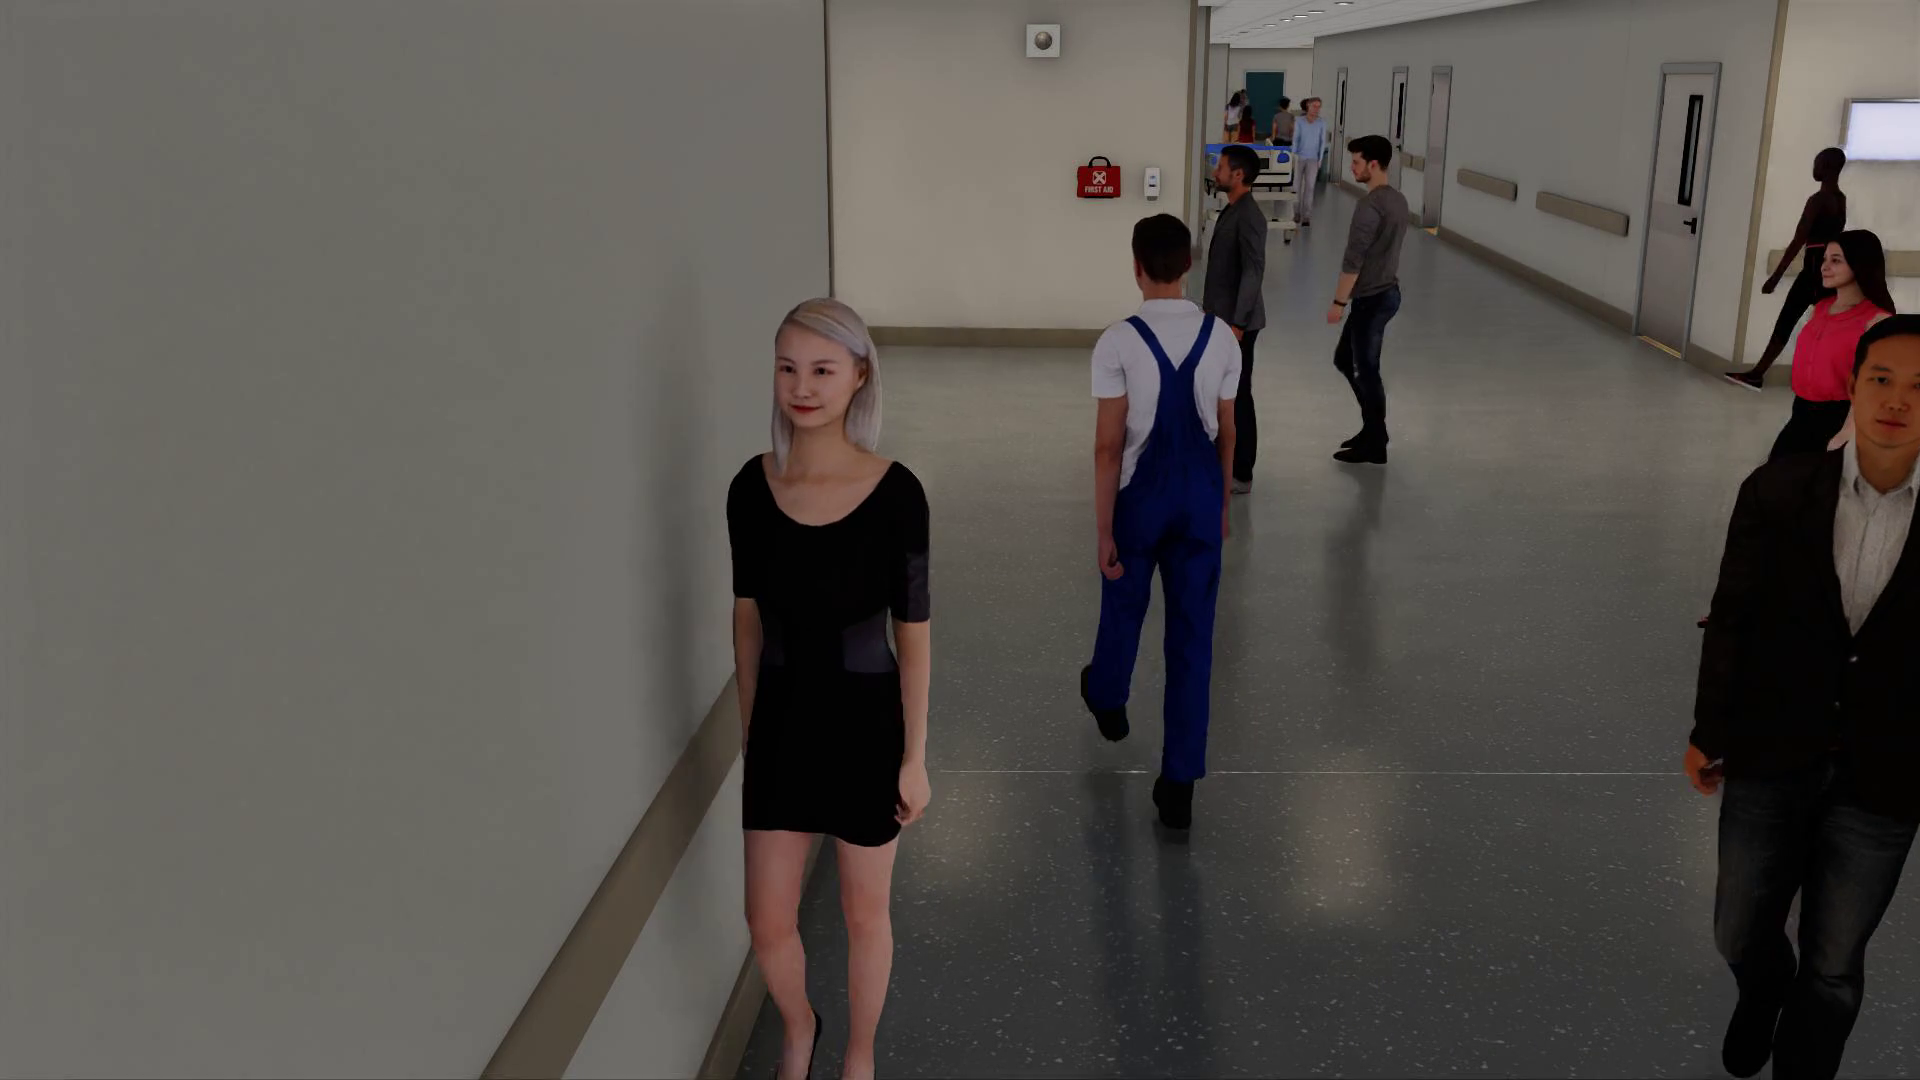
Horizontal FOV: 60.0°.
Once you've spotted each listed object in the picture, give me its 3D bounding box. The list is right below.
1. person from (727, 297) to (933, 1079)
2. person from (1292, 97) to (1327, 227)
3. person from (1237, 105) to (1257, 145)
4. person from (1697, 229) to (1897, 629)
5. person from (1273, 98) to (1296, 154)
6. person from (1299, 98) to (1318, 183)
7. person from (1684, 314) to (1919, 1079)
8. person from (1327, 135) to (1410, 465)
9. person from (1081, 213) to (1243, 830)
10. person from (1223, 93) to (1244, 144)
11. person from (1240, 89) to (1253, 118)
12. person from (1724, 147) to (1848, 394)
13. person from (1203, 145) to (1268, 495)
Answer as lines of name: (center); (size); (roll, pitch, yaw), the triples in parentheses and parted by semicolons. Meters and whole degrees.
person: (-0.243, 0.401, 3.491); (0.532, 1.812, 0.621); (2, 16, 6)
person: (5.095, -5.565, 24.610); (1.233, 1.837, 0.783); (3, 16, 9)
person: (6.040, -8.394, 35.200); (0.996, 1.526, 0.732); (4, 16, 15)
person: (3.520, -0.374, 6.599); (1.171, 1.618, 0.876); (-5, 16, -17)
person: (6.695, -8.296, 34.552); (0.934, 1.698, 0.781); (4, 16, 15)
person: (7.204, -8.232, 34.340); (0.780, 1.689, 0.788); (-4, 16, -13)
person: (1.815, 0.420, 3.464); (0.811, 1.791, 0.890); (8, 18, 26)
person: (2.464, -1.357, 9.593); (0.744, 1.885, 0.770); (8, 17, 25)
person: (0.642, -0.022, 5.019); (1.206, 1.799, 0.875); (-1, 16, -5)
person: (6.963, -10.555, 42.568); (0.680, 1.696, 0.717); (2, 16, 6)
person: (8.880, -13.325, 52.381); (0.802, 1.702, 0.852); (-11, 19, -34)
person: (5.936, -1.738, 11.293); (1.251, 1.696, 1.069); (13, 20, 38)
person: (1.501, -1.202, 9.063); (0.603, 1.874, 0.690); (1, 16, 2)
